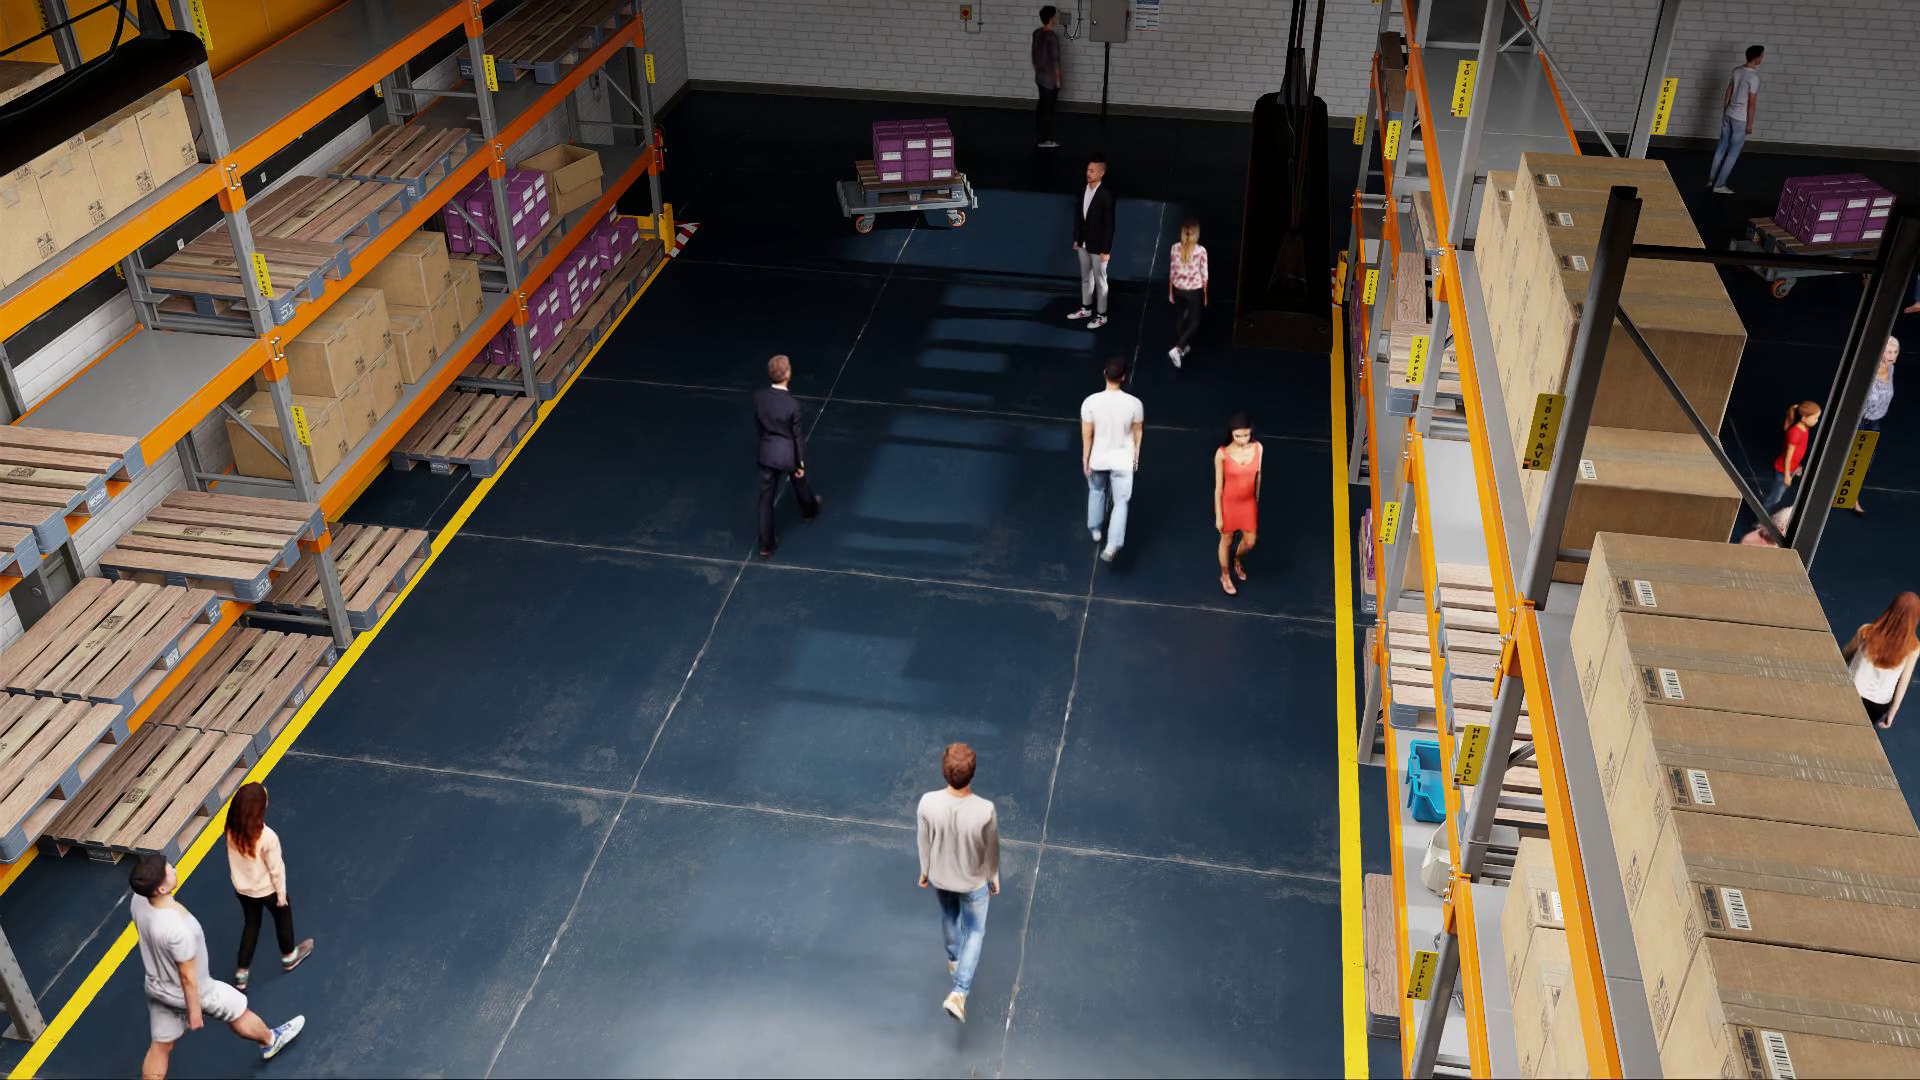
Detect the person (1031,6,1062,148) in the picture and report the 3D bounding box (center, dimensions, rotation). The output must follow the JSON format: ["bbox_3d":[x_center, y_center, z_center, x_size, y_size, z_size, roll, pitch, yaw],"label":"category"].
[{"bbox_3d":[1.169,-6.284,22.518,0.875,1.856,0.811,-17,37,-24],"label":"person"}]

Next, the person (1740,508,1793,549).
[{"bbox_3d":[6.026,0.420,12.570,0.758,1.703,0.810,19,38,26],"label":"person"}]

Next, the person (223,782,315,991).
[{"bbox_3d":[-4.339,2.148,10.191,0.667,1.458,0.811,11,35,16],"label":"person"}]

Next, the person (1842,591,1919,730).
[{"bbox_3d":[6.243,1.147,11.505,0.781,1.671,1.154,14,36,20],"label":"person"}]

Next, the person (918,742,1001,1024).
[{"bbox_3d":[-0.020,2.062,9.932,0.707,1.888,1.062,8,34,12],"label":"person"}]

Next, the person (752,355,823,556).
[{"bbox_3d":[-1.580,-0.698,14.196,0.797,1.765,1.202,11,35,16],"label":"person"}]

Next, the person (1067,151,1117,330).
[{"bbox_3d":[1.446,-3.226,17.832,0.833,1.949,0.784,-24,40,-31],"label":"person"}]

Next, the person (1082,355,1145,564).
[{"bbox_3d":[1.266,-0.636,14.044,0.666,1.830,1.057,4,34,6],"label":"person"}]

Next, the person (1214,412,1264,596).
[{"bbox_3d":[2.222,-0.335,13.702,0.705,1.708,0.752,-10,35,-15],"label":"person"}]

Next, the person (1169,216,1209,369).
[{"bbox_3d":[2.309,-2.514,17.063,0.801,1.615,0.987,20,39,28],"label":"person"}]

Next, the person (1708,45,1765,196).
[{"bbox_3d":[9.859,-5.359,21.121,0.832,1.862,0.726,-9,35,-13],"label":"person"}]

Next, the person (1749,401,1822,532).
[{"bbox_3d":[7.193,-0.637,14.518,0.619,1.307,0.540,28,43,35],"label":"person"}]

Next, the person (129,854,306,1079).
[{"bbox_3d":[-4.427,2.545,9.285,1.057,1.800,1.362,19,38,26],"label":"person"}]

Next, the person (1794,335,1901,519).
[{"bbox_3d":[7.943,-1.080,14.836,0.961,1.693,1.143,-13,36,-19],"label":"person"}]
